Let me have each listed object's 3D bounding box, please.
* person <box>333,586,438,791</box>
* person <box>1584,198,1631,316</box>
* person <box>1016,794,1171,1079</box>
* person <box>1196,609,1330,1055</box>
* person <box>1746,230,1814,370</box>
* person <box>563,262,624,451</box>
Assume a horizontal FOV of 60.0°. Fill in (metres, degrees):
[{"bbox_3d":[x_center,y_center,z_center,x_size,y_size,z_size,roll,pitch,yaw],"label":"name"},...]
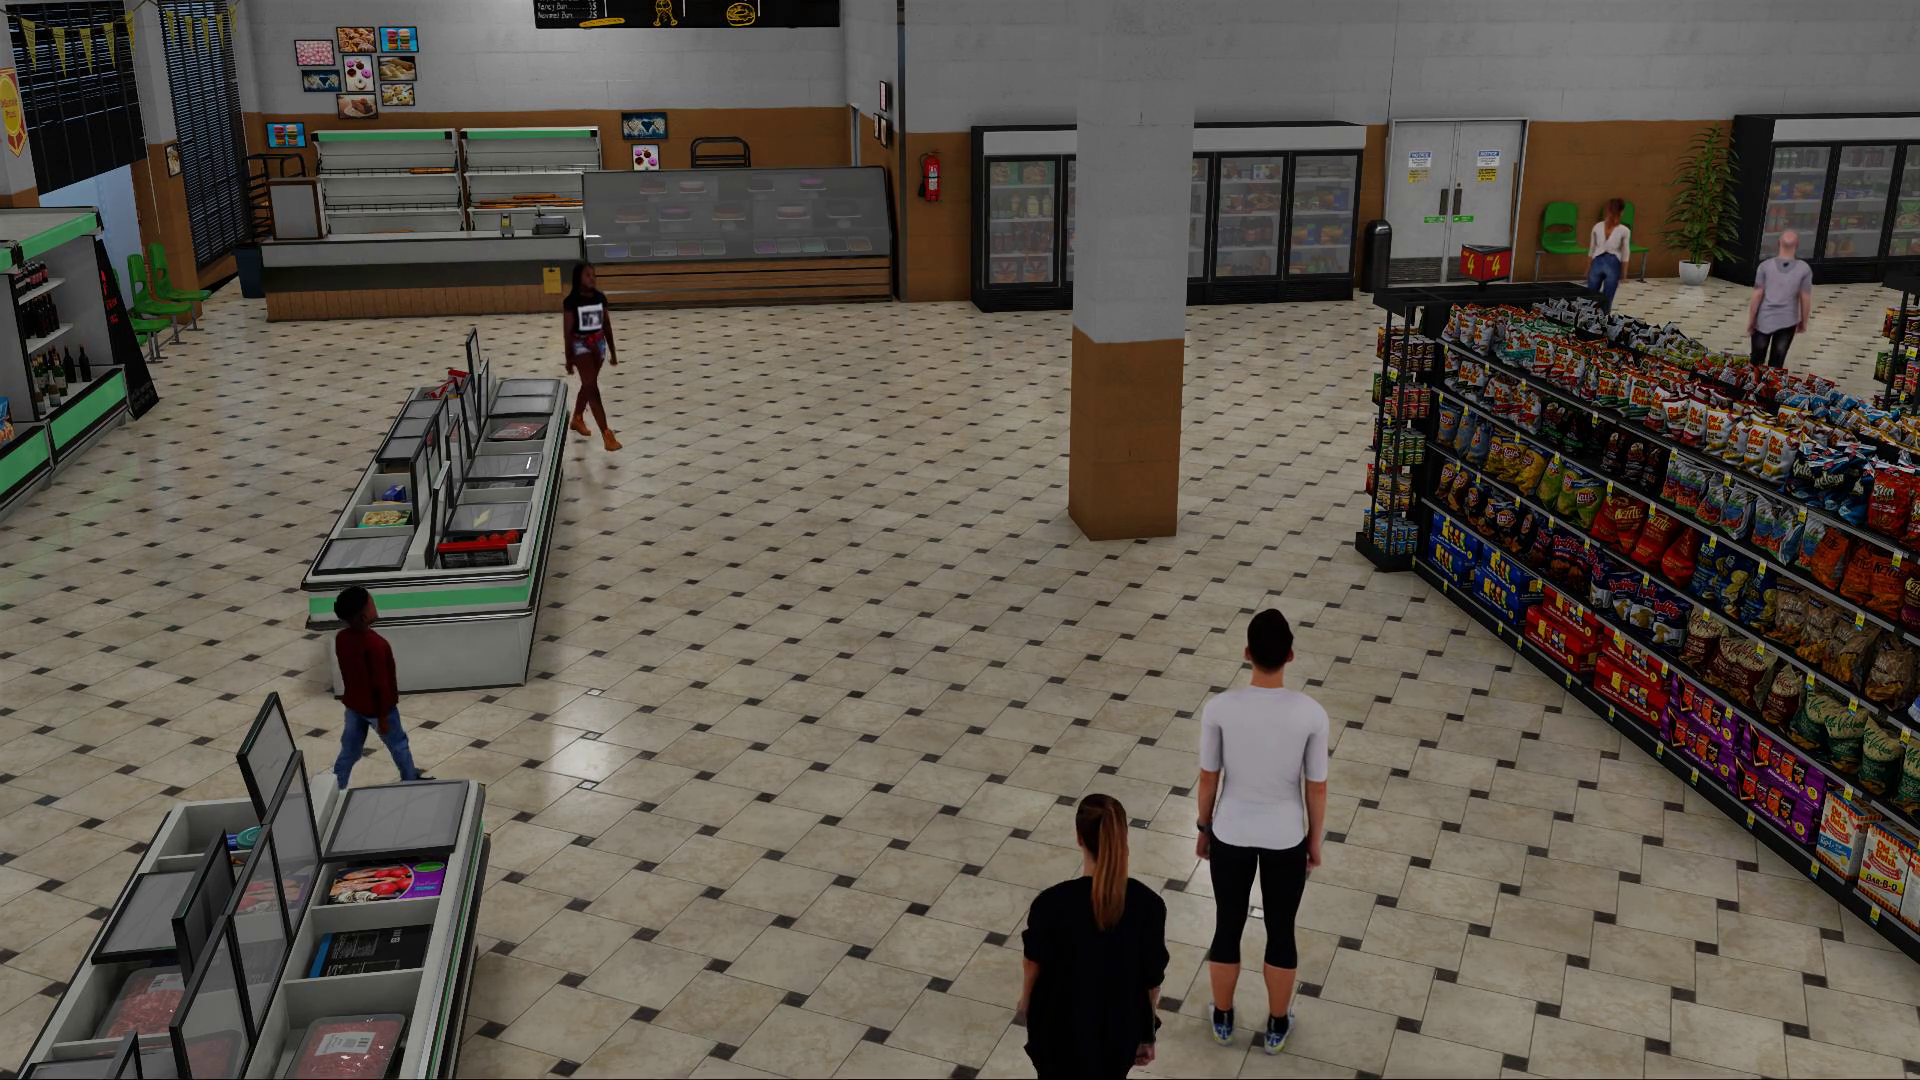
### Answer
[{"bbox_3d":[-3.051,0.857,8.427,0.829,1.226,0.927,11,21,29],"label":"person"},{"bbox_3d":[7.578,-3.156,19.555,0.677,1.721,0.754,14,23,36],"label":"person"},{"bbox_3d":[0.456,1.675,5.364,0.667,1.633,1.125,-3,19,-9],"label":"person"},{"bbox_3d":[1.180,1.159,6.560,0.728,1.847,0.695,4,19,11],"label":"person"},{"bbox_3d":[7.950,-2.074,16.233,1.111,1.794,1.232,10,21,27],"label":"person"},{"bbox_3d":[-3.451,-1.674,15.239,1.267,1.669,1.109,16,24,40],"label":"person"}]
